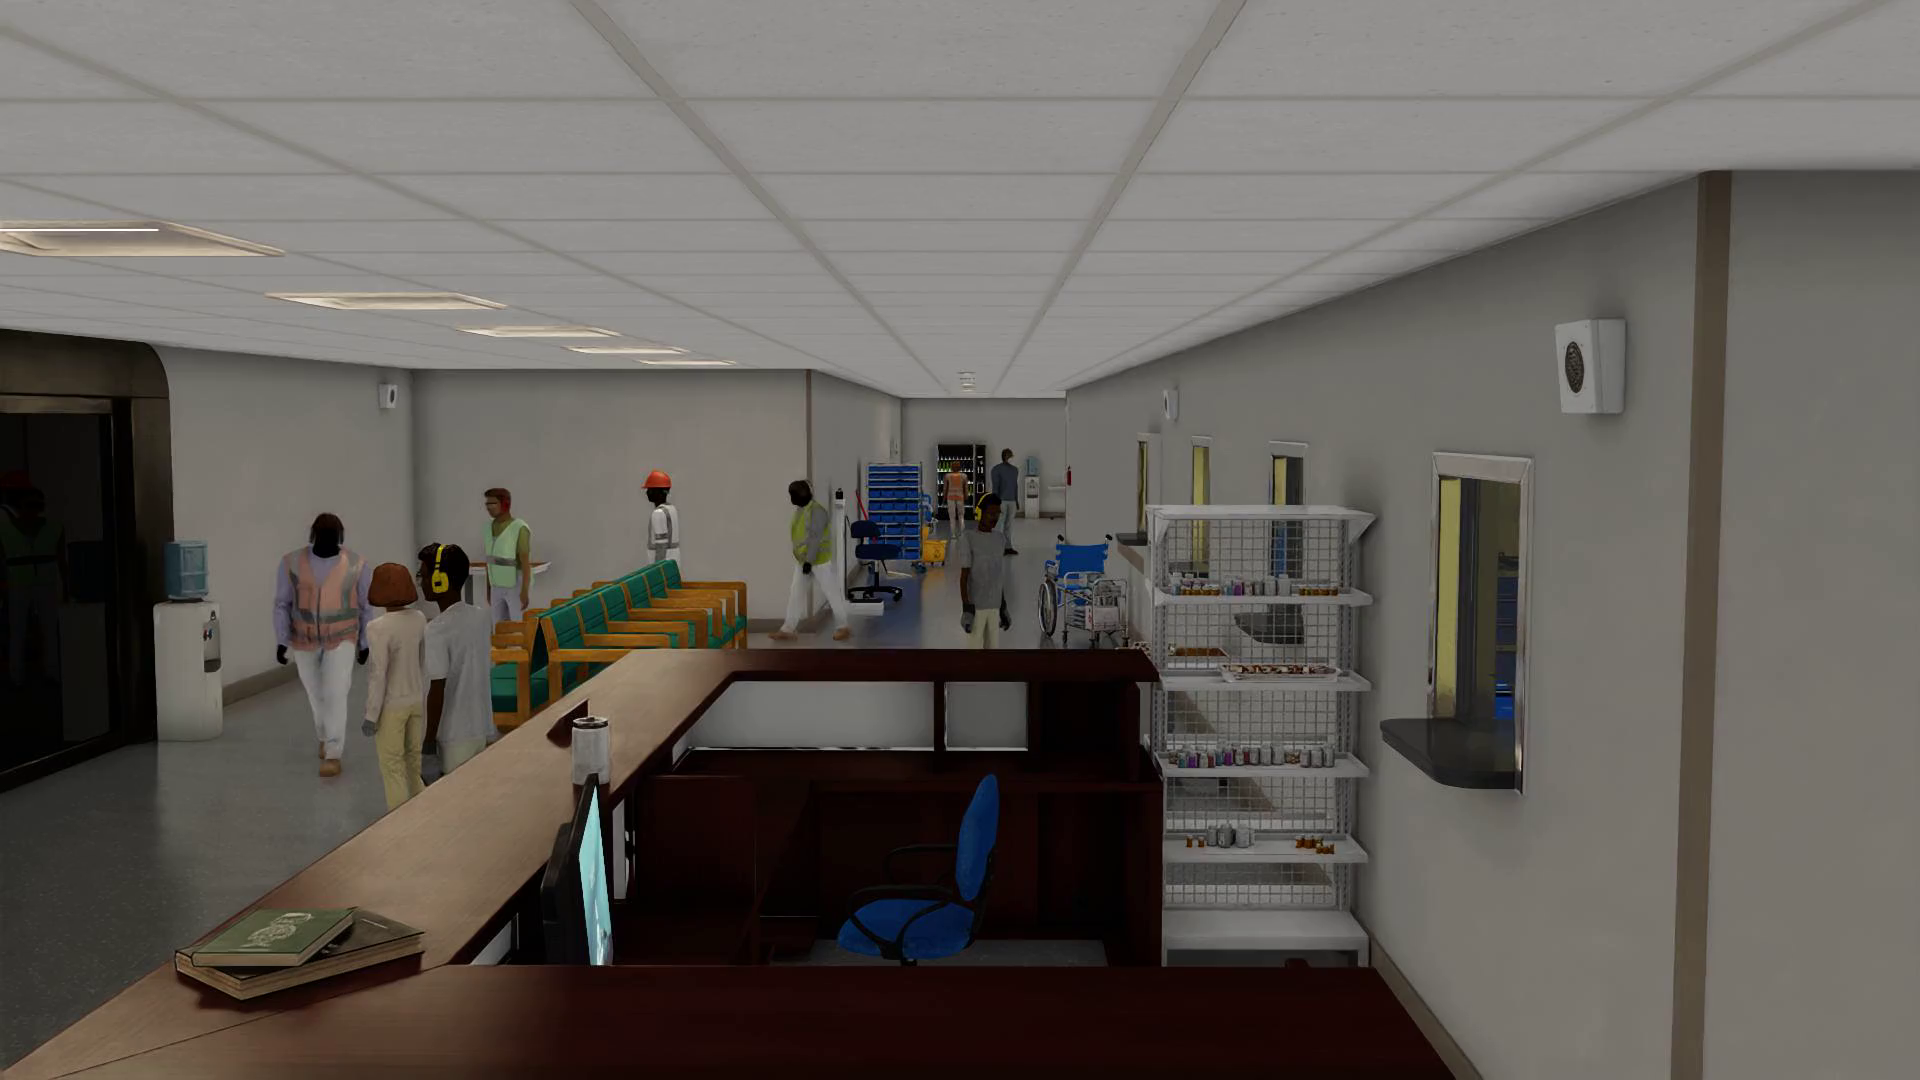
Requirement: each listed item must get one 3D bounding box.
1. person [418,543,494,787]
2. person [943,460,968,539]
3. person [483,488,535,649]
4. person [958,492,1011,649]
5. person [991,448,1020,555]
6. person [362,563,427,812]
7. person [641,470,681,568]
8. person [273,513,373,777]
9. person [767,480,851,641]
[{"bbox_3d":[-2.343,0.939,7.765,0.332,1.862,0.507,1,4,13],"label":"person"},{"bbox_3d":[-0.097,-0.826,34.206,0.519,1.622,0.496,0,4,-5],"label":"person"},{"bbox_3d":[-4.023,0.445,14.892,0.630,1.833,0.403,3,5,35],"label":"person"},{"bbox_3d":[0.204,0.551,13.191,0.329,1.865,0.508,4,6,43],"label":"person"},{"bbox_3d":[0.832,-0.690,30.075,0.627,1.940,0.371,-4,6,-43],"label":"person"},{"bbox_3d":[-3.148,0.941,9.272,0.280,1.636,0.504,1,4,15],"label":"person"},{"bbox_3d":[-2.968,0.277,16.498,0.373,1.939,0.545,0,4,5],"label":"person"},{"bbox_3d":[-4.438,0.703,11.644,0.620,1.798,0.955,-1,4,-10],"label":"person"},{"bbox_3d":[-1.641,0.232,18.333,0.949,1.778,0.607,-3,5,-36],"label":"person"}]
